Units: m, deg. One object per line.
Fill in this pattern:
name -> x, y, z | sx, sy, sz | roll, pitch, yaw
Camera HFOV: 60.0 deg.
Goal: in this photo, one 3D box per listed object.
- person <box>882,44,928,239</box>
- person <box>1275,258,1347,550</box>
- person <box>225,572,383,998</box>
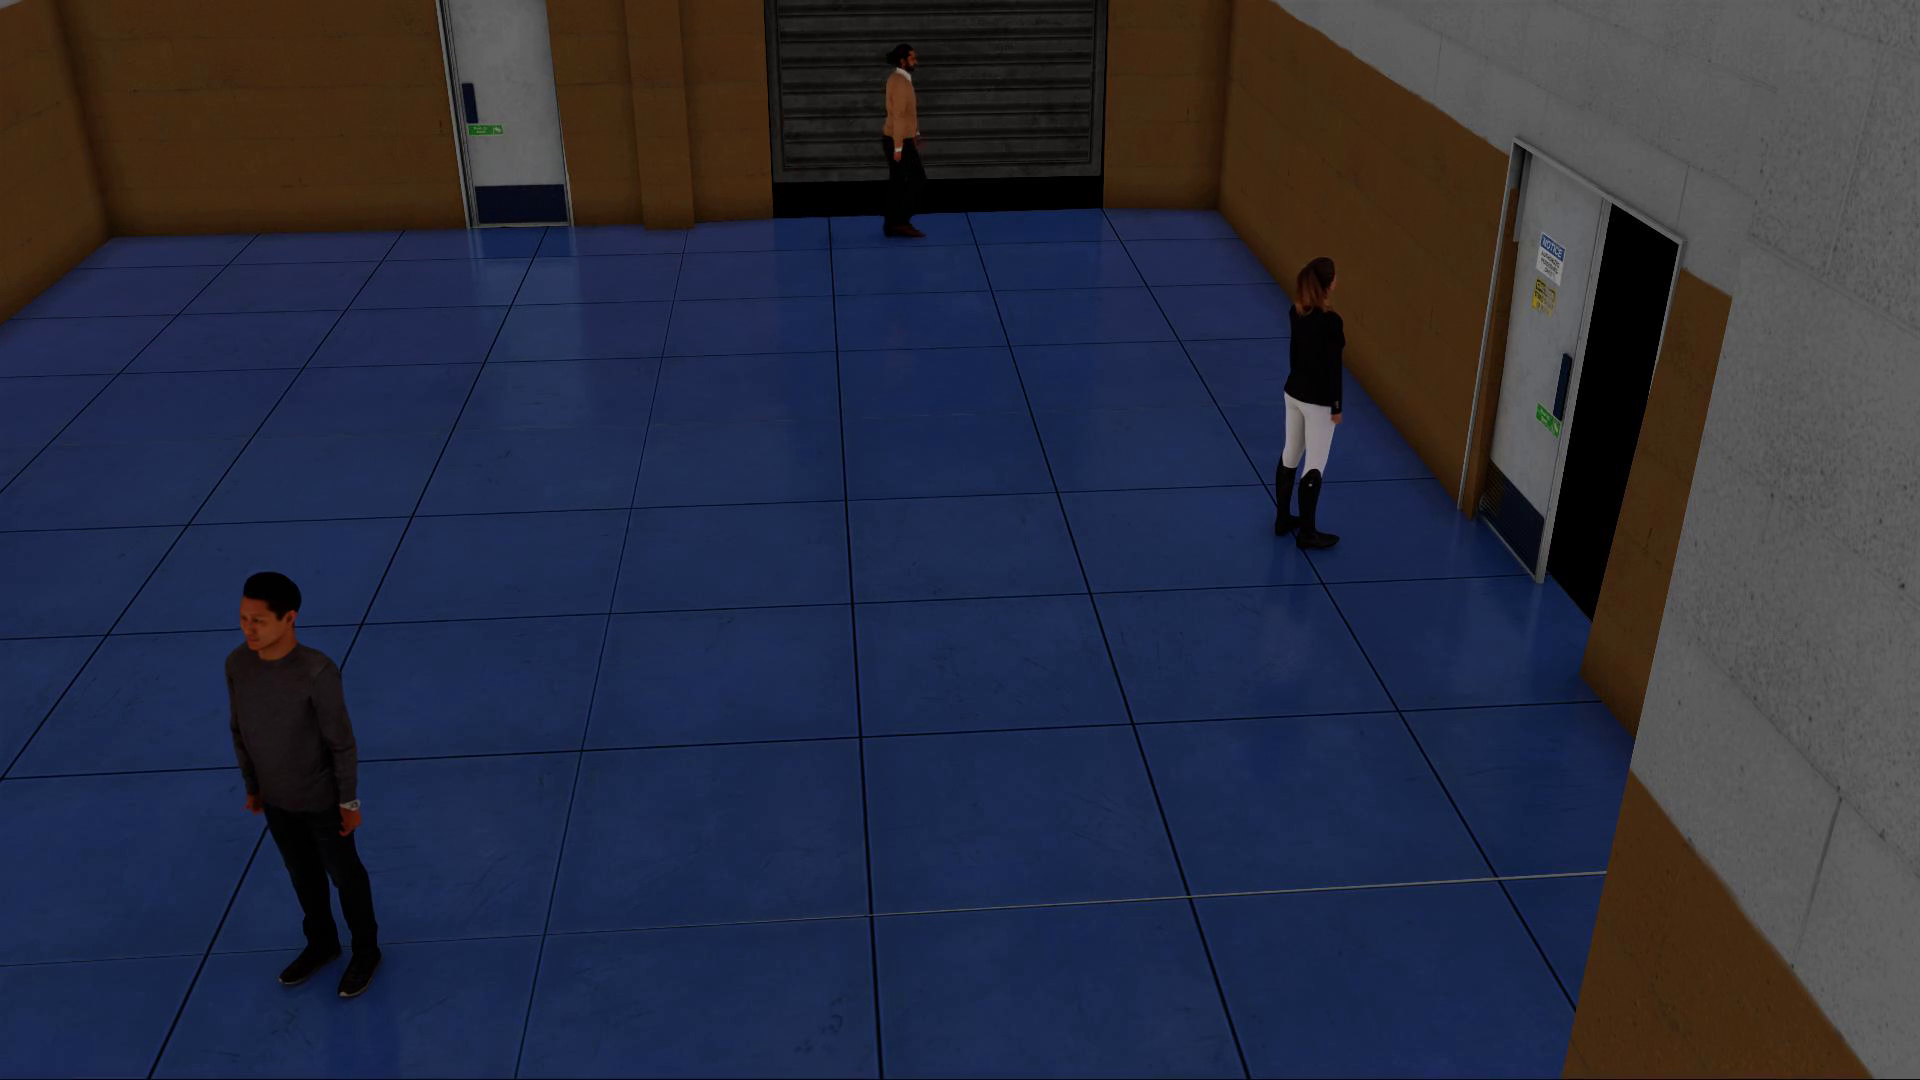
person -> -0.620, -3.600, 15.095 | 0.635, 1.737, 0.666 | -4, 27, -8
person -> 2.015, -0.785, 9.545 | 0.667, 1.728, 0.640 | -12, 29, -22
person -> -2.420, 0.910, 6.175 | 0.623, 1.768, 0.772 | -10, 29, -20
